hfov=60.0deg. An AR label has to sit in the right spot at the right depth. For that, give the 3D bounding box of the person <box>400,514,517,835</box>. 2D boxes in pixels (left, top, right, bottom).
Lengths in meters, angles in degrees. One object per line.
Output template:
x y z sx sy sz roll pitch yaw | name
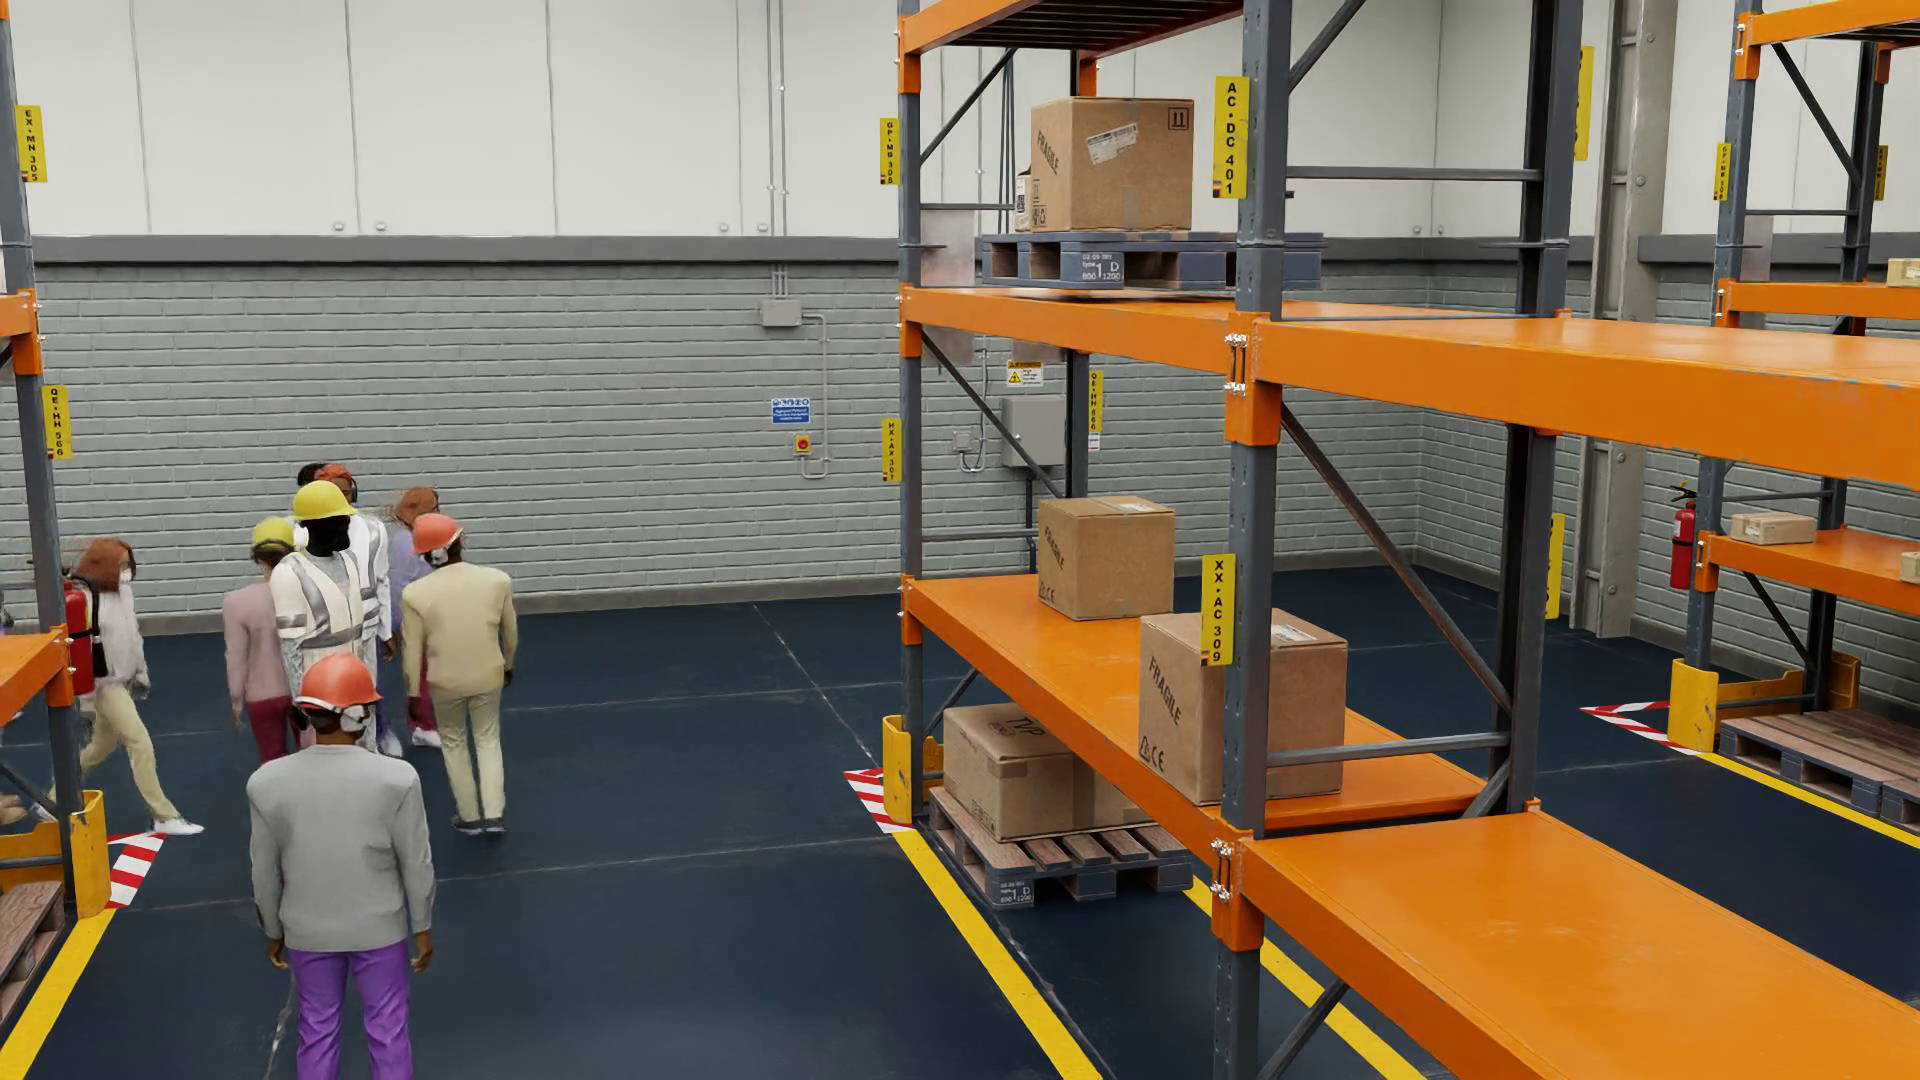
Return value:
-2.561 0.695 8.526 0.603 1.706 0.395 -6 11 -29 | person

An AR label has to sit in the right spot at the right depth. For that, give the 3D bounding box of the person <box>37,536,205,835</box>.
-4.383 0.759 8.517 0.808 1.594 0.509 -1 10 -6 | person

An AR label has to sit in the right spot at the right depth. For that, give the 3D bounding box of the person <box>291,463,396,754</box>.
-3.357 0.524 9.039 0.576 1.883 0.352 -9 13 -40 | person

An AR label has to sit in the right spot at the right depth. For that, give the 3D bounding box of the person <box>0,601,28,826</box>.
-5.148 0.623 8.683 0.536 1.808 0.659 -7 12 -33 | person

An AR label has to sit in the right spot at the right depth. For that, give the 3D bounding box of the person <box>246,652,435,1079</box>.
-1.981 1.227 5.402 0.566 1.748 0.338 0 10 -2 | person

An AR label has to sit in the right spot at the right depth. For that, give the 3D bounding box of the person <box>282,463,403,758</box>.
-3.533 0.456 9.460 0.625 1.879 0.785 -1 10 -6 | person

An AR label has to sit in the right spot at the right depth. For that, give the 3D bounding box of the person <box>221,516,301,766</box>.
-3.264 0.762 8.079 0.534 1.739 0.598 -5 11 -27 | person

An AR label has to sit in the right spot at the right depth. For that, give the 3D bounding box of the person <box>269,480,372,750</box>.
-3.062 0.668 8.077 0.355 1.930 0.587 2 10 12 | person

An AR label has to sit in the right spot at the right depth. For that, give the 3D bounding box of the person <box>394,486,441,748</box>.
-3.197 0.474 10.065 0.396 1.616 0.533 -2 10 -10 | person

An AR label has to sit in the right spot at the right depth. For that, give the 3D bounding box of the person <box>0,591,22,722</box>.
-6.167 0.465 10.198 0.514 1.597 0.866 4 11 20 | person
